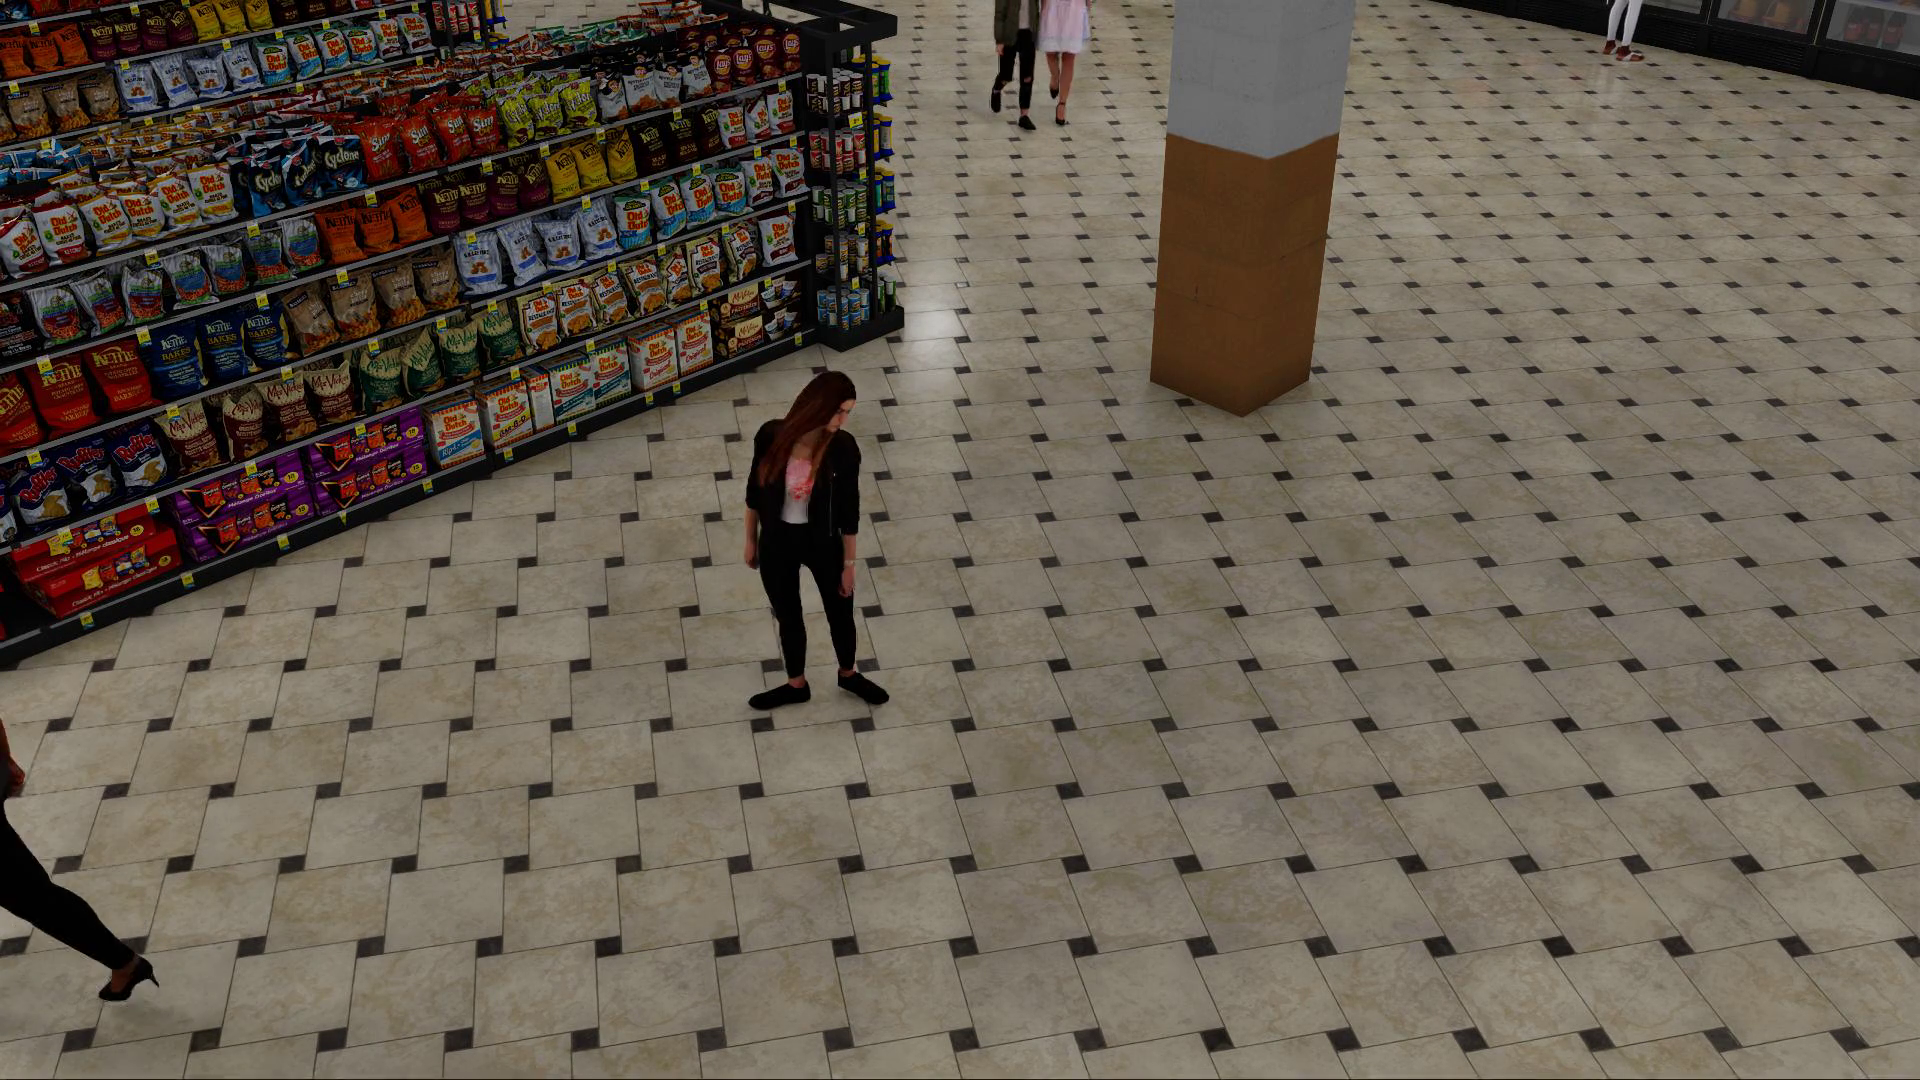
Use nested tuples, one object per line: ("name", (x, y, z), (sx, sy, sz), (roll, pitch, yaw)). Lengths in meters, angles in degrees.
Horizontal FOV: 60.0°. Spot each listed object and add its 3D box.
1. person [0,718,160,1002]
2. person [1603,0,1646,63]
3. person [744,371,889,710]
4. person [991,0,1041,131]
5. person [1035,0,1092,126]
("person", (-3.163, 0.908, 5.463), (1.209, 1.794, 1.059), (-4, 32, -7))
("person", (6.412, -5.444, 15.739), (0.694, 1.723, 0.675), (-6, 32, -10))
("person", (-0.695, 0.016, 7.010), (0.848, 1.674, 0.832), (15, 35, 22))
("person", (0.447, -4.231, 14.031), (0.877, 1.467, 0.838), (-13, 34, -19))
("person", (0.867, -4.445, 14.065), (0.928, 1.794, 0.985), (-1, 32, -2))
